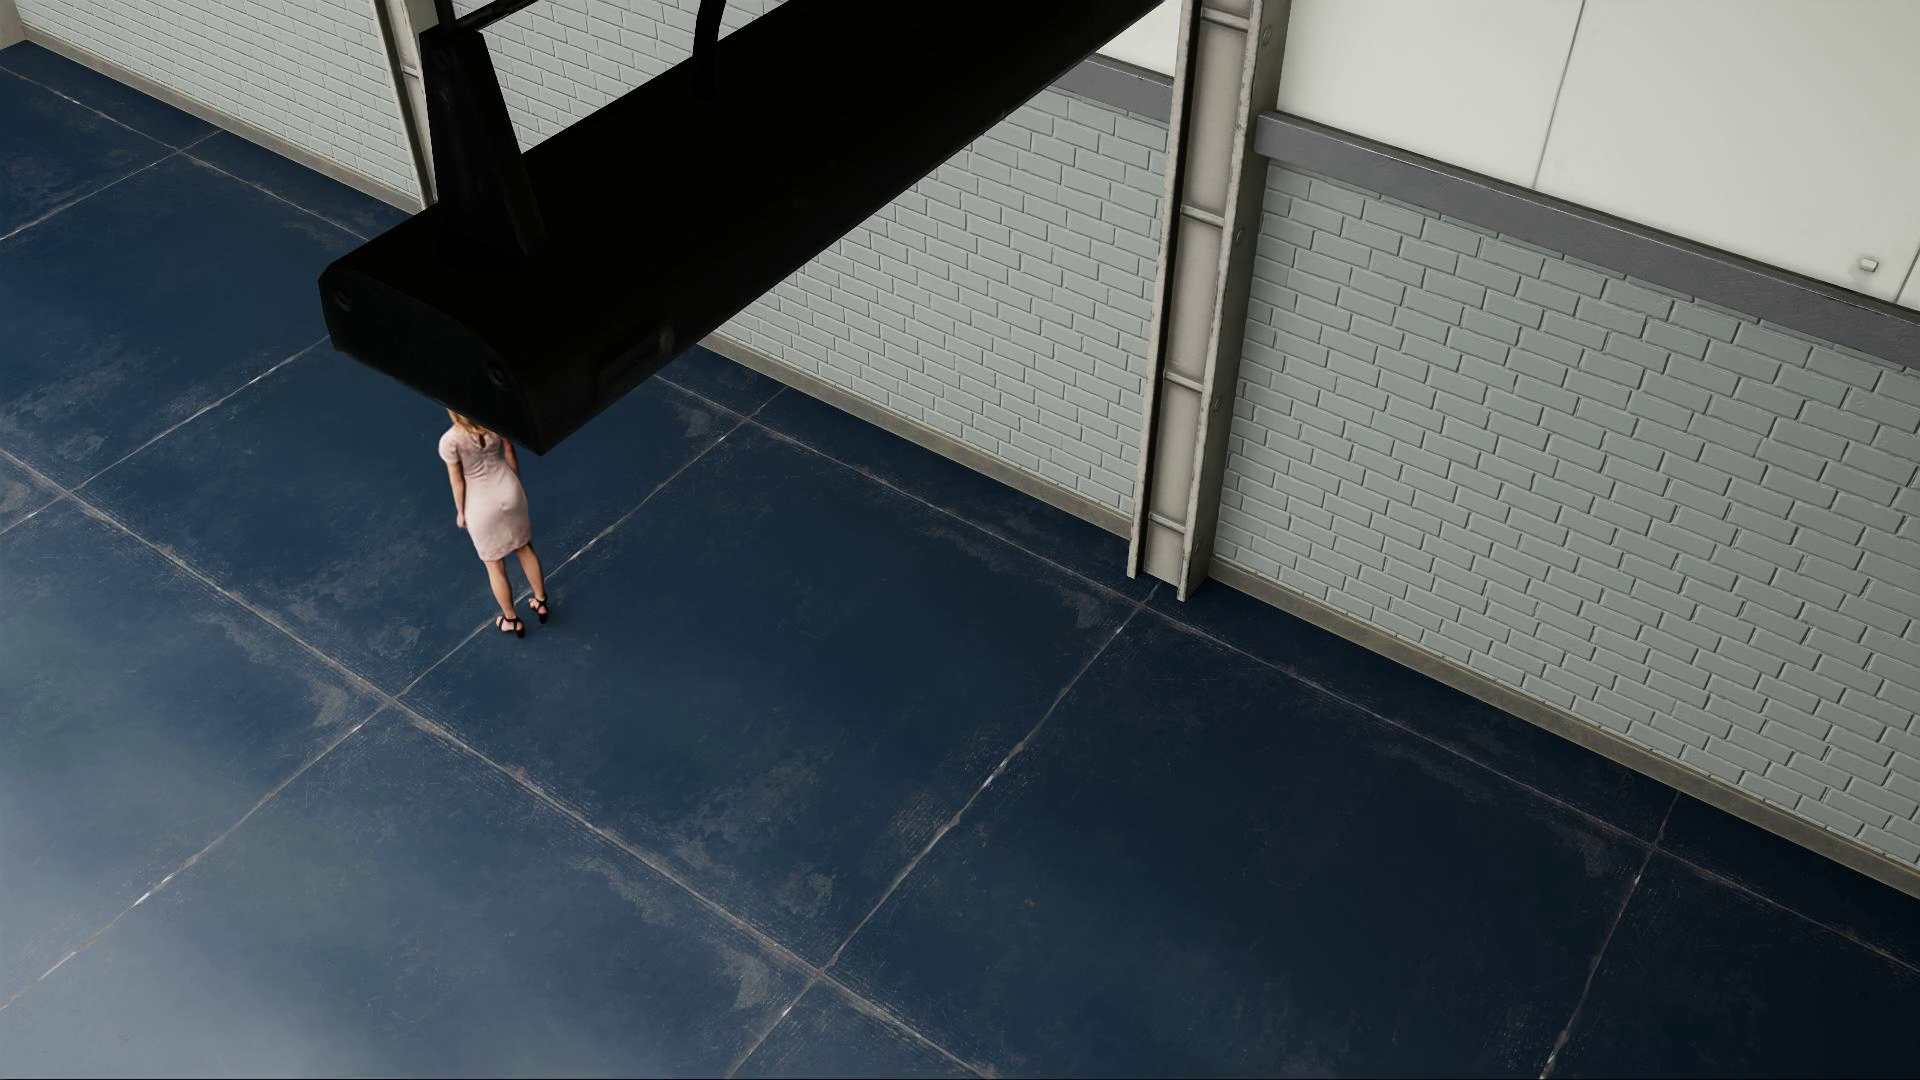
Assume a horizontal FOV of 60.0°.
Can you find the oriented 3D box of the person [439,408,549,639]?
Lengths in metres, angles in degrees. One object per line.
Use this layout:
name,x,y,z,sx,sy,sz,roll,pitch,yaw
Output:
person,-2.503,-0.186,8.937,0.611,1.830,0.557,-33,52,-30
